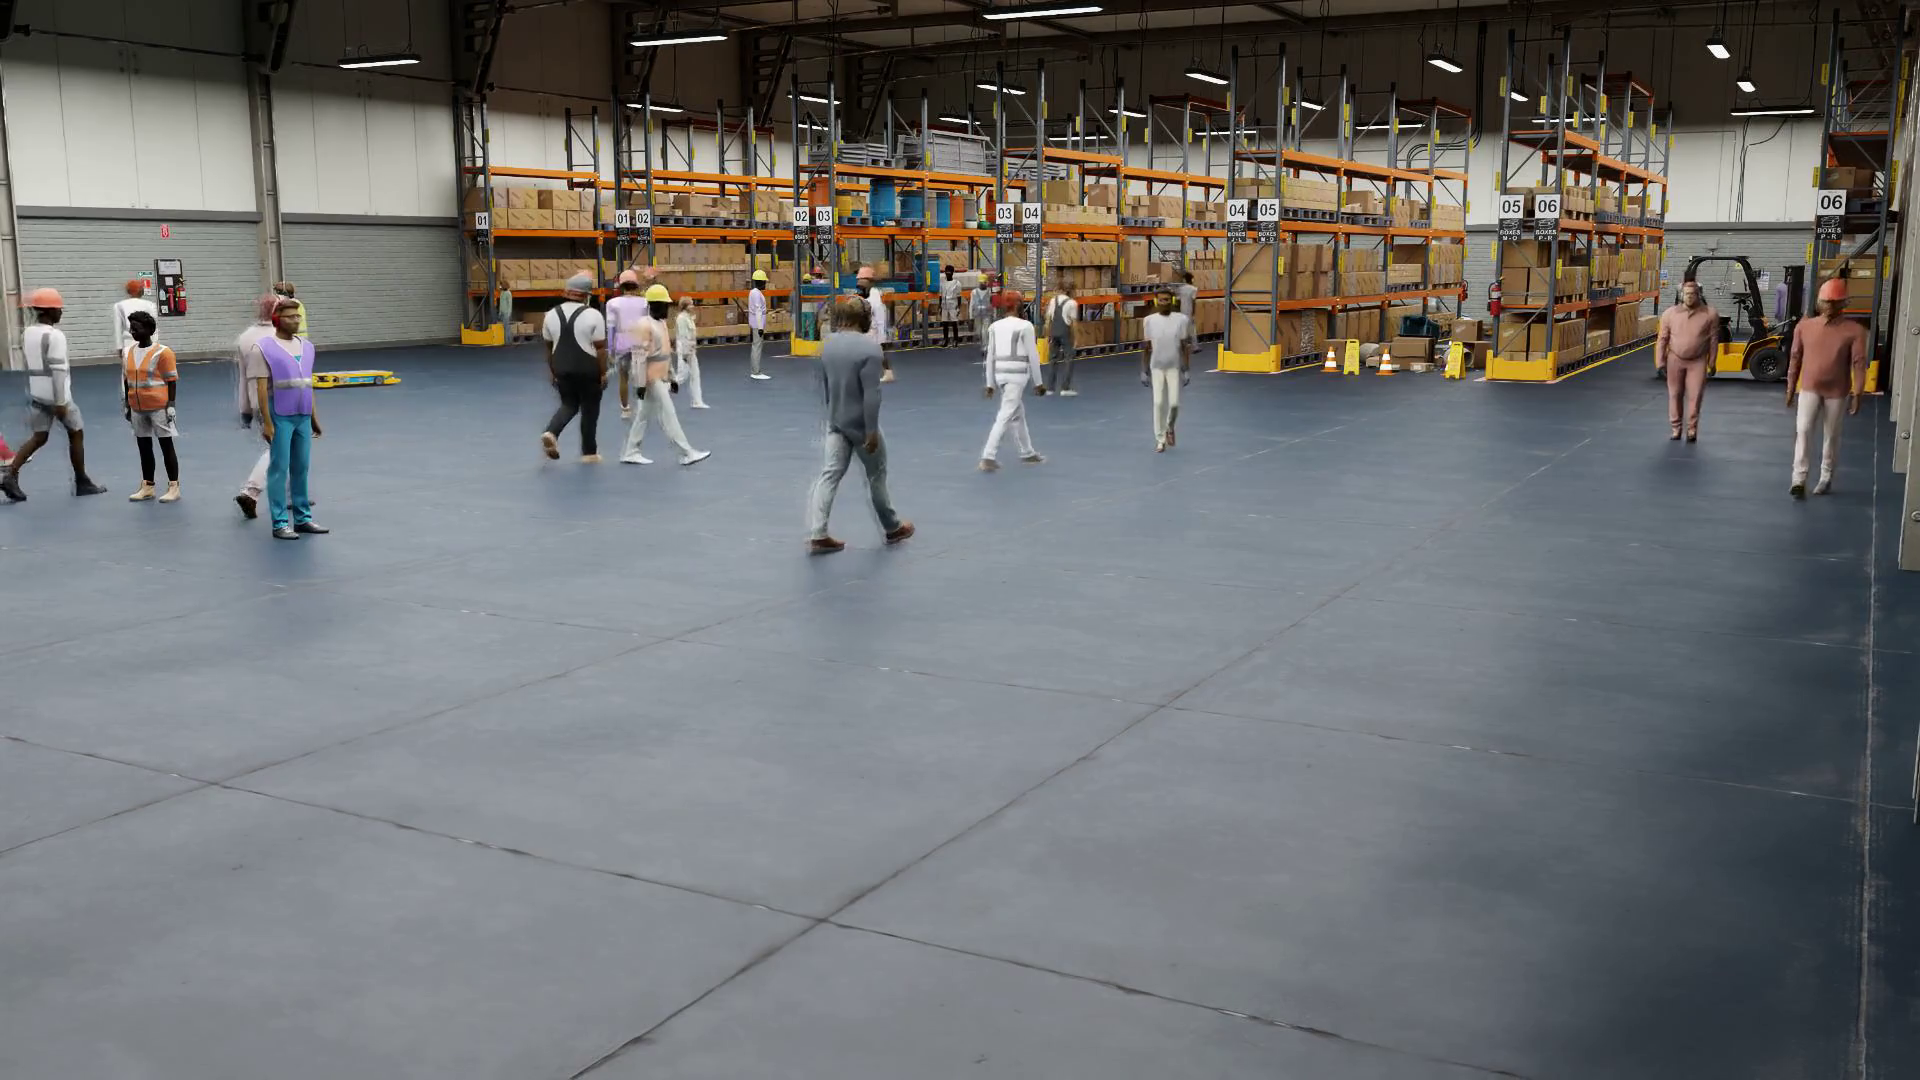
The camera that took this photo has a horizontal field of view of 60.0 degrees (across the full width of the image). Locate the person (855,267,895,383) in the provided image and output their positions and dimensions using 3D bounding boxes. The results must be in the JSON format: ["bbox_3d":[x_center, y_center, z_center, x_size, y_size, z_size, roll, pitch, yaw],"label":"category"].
[{"bbox_3d":[-1.568,-3.637,28.323,1.078,1.989,0.622,-5,11,-26],"label":"person"}]

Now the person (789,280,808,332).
[{"bbox_3d":[-3.766,-5.323,39.234,0.520,1.613,0.366,4,11,24],"label":"person"}]

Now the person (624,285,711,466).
[{"bbox_3d":[-3.086,-1.698,17.251,0.974,1.870,0.609,1,10,7],"label":"person"}]

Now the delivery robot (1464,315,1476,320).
[{"bbox_3d":[13.857,-5.916,45.547,0.707,0.478,0.477,-2,10,-11],"label":"delivery robot"}]

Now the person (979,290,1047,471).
[{"bbox_3d":[0.525,-1.623,16.980,1.001,1.831,0.574,-8,13,-40],"label":"person"}]

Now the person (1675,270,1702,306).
[{"bbox_3d":[16.373,-5.163,37.553,0.966,1.868,0.618,-8,13,-40],"label":"person"}]

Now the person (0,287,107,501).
[{"bbox_3d":[-8.204,-1.298,14.862,0.551,1.909,0.905,5,11,29],"label":"person"}]

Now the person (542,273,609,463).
[{"bbox_3d":[-3.999,-1.795,17.350,0.695,2.000,0.713,3,10,16],"label":"person"}]

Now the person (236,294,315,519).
[{"bbox_3d":[-5.787,-1.125,13.966,0.658,1.868,0.922,4,11,24],"label":"person"}]

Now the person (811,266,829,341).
[{"bbox_3d":[-3.456,-5.760,40.905,0.576,1.921,0.452,4,11,24],"label":"person"}]

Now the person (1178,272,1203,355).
[{"bbox_3d":[5.023,-5.001,36.792,0.538,1.813,0.994,8,12,38],"label":"person"}]

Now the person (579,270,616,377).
[{"bbox_3d":[-6.620,-3.791,29.336,1.043,1.921,0.630,-5,11,-28],"label":"person"}]

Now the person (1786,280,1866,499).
[{"bbox_3d":[7.752,-1.338,14.918,0.647,1.947,1.000,7,12,35],"label":"person"}]

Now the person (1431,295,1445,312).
[{"bbox_3d":[13.571,-6.656,47.133,0.822,1.585,0.533,6,12,33],"label":"person"}]

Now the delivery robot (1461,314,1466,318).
[{"bbox_3d":[13.963,-6.017,46.136,0.477,0.478,0.707,-1,10,-8],"label":"delivery robot"}]

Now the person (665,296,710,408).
[{"bbox_3d":[-3.960,-2.676,23.743,0.685,1.619,0.521,2,10,9],"label":"person"}]

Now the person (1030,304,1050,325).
[{"bbox_3d":[1.884,-5.207,37.662,0.626,1.934,0.363,0,10,1],"label":"person"}]

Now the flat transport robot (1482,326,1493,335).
[{"bbox_3d":[14.723,-5.755,45.707,0.652,0.197,1.431,2,10,11],"label":"flat transport robot"}]

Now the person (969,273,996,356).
[{"bbox_3d":[0.517,-4.922,36.378,0.598,1.805,0.803,3,10,15],"label":"person"}]

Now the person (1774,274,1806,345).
[{"bbox_3d":[19.036,-5.278,38.191,0.647,1.885,0.635,4,10,22],"label":"person"}]

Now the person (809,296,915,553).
[{"bbox_3d":[-0.767,-0.859,12.329,0.651,1.884,1.012,9,13,41],"label":"person"}]

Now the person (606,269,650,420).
[{"bbox_3d":[-4.309,-2.536,21.815,0.619,2.013,0.964,-3,10,-16],"label":"person"}]

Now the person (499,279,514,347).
[{"bbox_3d":[-10.885,-5.432,39.834,0.268,1.631,0.507,-8,12,-39],"label":"person"}]

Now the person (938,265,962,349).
[{"bbox_3d":[-0.248,-5.469,39.076,0.611,1.966,0.362,6,11,31],"label":"person"}]

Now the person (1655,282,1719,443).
[{"bbox_3d":[8.488,-2.067,19.456,0.670,1.862,0.946,5,11,26],"label":"person"}]

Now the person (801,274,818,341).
[{"bbox_3d":[-3.493,-5.215,38.177,0.534,1.767,0.317,4,10,22],"label":"person"}]

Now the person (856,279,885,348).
[{"bbox_3d":[-1.509,-3.026,25.218,0.823,1.816,0.633,-10,14,-44],"label":"person"}]

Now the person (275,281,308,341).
[{"bbox_3d":[-9.147,-2.608,22.736,0.430,1.838,0.632,-1,10,-4],"label":"person"}]

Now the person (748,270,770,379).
[{"bbox_3d":[-3.555,-3.810,29.479,0.372,1.925,0.596,-2,10,-13],"label":"person"}]

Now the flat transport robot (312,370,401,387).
[{"bbox_3d":[-10.212,-2.717,27.918,0.652,0.197,1.431,9,13,42],"label":"flat transport robot"}]

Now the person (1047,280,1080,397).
[{"bbox_3d":[1.590,-3.113,25.765,0.644,1.814,0.407,7,12,37],"label":"person"}]

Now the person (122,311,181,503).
[{"bbox_3d":[-7.166,-1.174,14.716,0.540,1.695,0.317,2,10,14],"label":"person"}]

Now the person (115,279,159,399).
[{"bbox_3d":[-11.736,-2.787,23.705,0.583,1.860,0.826,-1,10,-8],"label":"person"}]

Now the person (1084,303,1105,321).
[{"bbox_3d":[3.272,-5.605,40.451,0.526,1.772,0.303,3,10,20],"label":"person"}]

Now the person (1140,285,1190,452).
[{"bbox_3d":[2.276,-1.894,18.465,0.559,1.853,0.389,2,10,9],"label":"person"}]

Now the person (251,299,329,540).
[{"bbox_3d":[-5.206,-0.939,12.896,0.390,1.849,0.565,4,10,21],"label":"person"}]

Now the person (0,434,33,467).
[{"bbox_3d":[-10.056,-1.550,16.876,0.950,1.715,0.525,-5,11,-27],"label":"person"}]

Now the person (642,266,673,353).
[{"bbox_3d":[-6.090,-4.488,33.308,0.542,1.979,0.617,-5,11,-26],"label":"person"}]

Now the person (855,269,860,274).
[{"bbox_3d":[-2.675,-6.156,43.456,0.517,1.852,0.734,5,11,26],"label":"person"}]

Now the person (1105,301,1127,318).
[{"bbox_3d":[3.923,-5.777,41.963,0.512,1.600,0.816,4,11,24],"label":"person"}]
